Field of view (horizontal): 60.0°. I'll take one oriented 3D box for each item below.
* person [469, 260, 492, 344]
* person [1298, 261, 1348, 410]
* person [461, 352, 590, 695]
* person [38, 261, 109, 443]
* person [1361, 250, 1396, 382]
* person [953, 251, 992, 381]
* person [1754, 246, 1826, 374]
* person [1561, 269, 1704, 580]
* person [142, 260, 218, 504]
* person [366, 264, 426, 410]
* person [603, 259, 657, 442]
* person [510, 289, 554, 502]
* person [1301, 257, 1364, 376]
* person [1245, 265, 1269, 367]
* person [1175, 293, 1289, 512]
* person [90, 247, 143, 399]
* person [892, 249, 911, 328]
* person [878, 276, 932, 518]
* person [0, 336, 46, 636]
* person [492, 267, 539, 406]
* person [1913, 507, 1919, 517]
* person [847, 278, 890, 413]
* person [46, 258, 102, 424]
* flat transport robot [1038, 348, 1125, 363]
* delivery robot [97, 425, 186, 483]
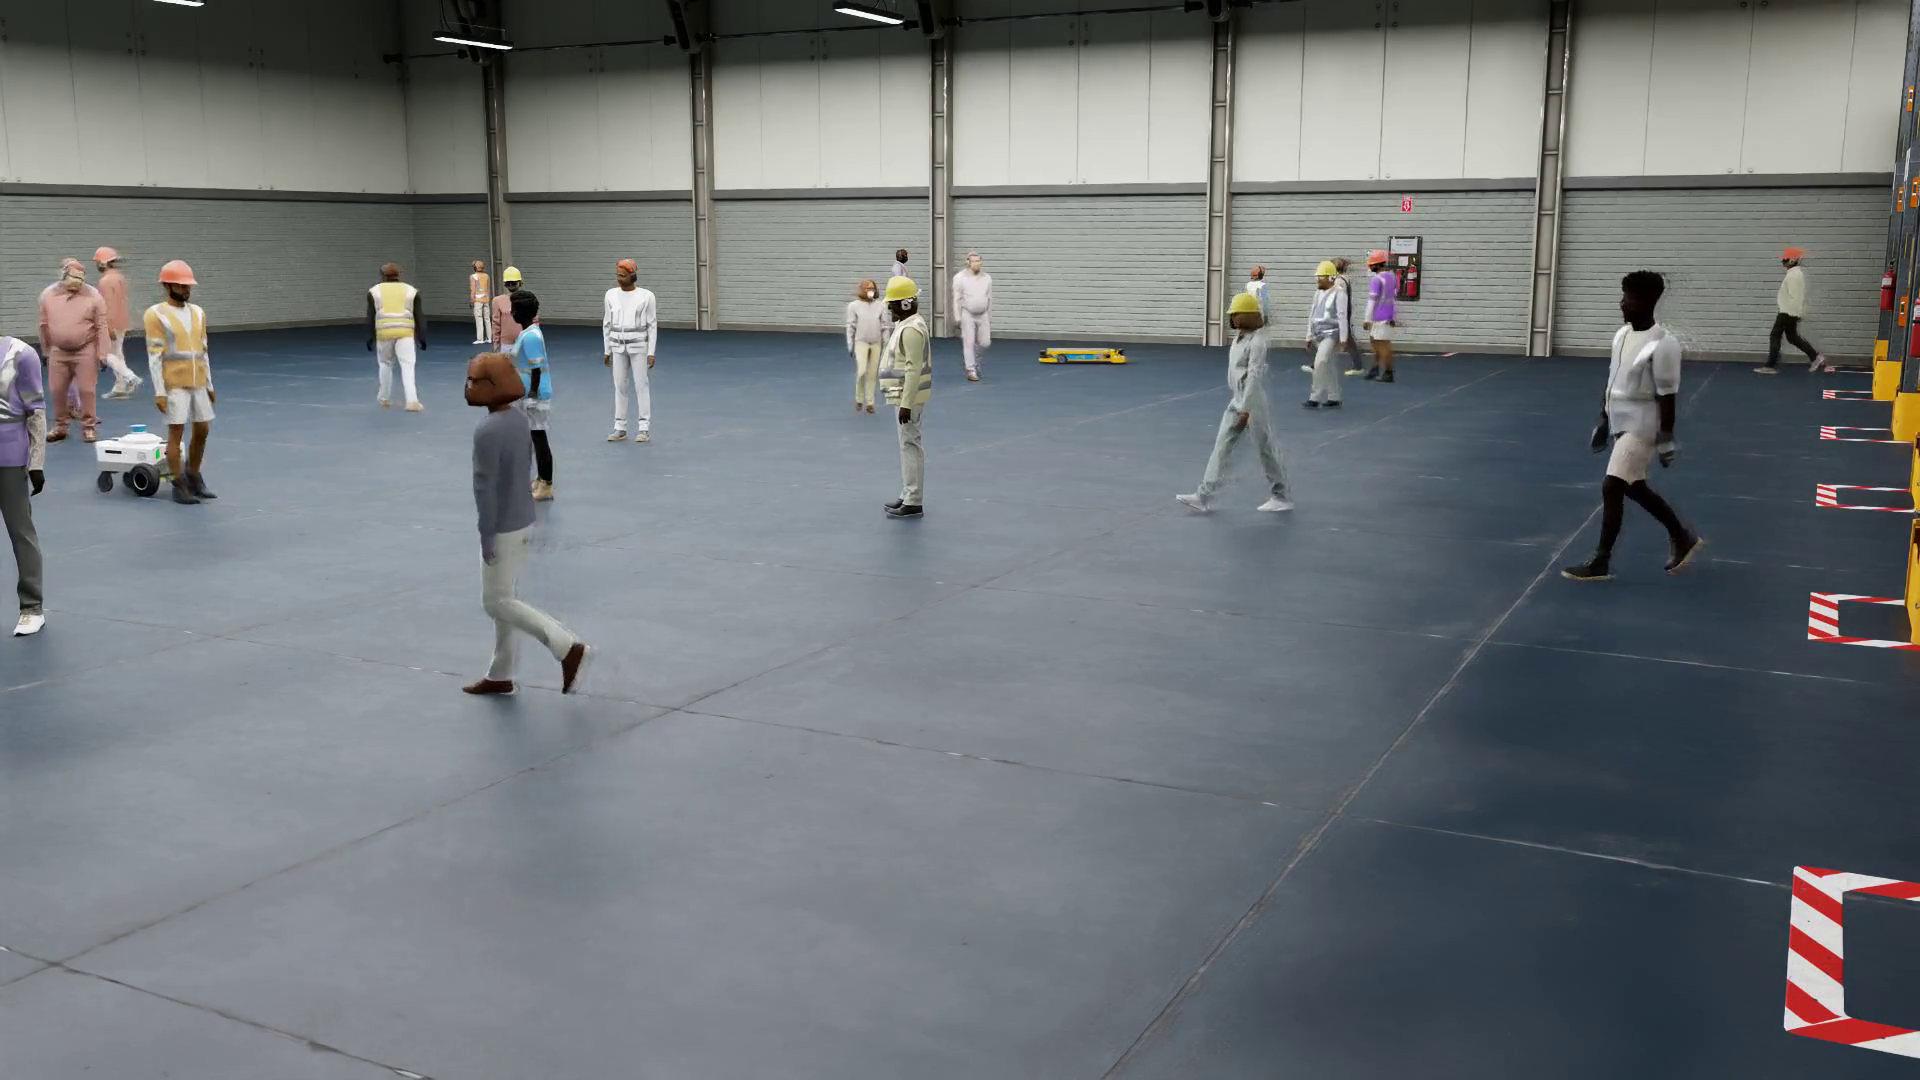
[{"bbox_3d":[-9.422,-4.664,32.657,0.309,1.639,0.523,5,12,26],"label":"person"},{"bbox_3d":[4.368,-2.481,20.285,0.778,1.805,0.626,-4,11,-18],"label":"person"},{"bbox_3d":[-2.014,-0.050,7.584,0.606,1.614,0.504,1,10,8],"label":"person"},{"bbox_3d":[-9.084,-1.921,17.076,0.680,1.870,0.466,-2,11,-12],"label":"person"},{"bbox_3d":[6.037,-3.247,24.184,0.722,1.909,0.565,9,14,40],"label":"person"},{"bbox_3d":[0.204,-3.274,24.385,0.652,1.890,0.453,-5,11,-24],"label":"person"},{"bbox_3d":[12.824,-3.521,25.558,0.892,1.964,0.617,7,13,35],"label":"person"},{"bbox_3d":[4.245,-0.707,10.297,0.916,1.934,0.605,-1,10,-3],"label":"person"},{"bbox_3d":[-6.190,-1.256,13.273,0.377,1.936,0.555,5,12,26],"label":"person"},{"bbox_3d":[-6.927,-2.486,20.442,0.693,1.769,1.026,-4,11,-22],"label":"person"},{"bbox_3d":[-3.421,-1.955,17.217,0.572,1.886,0.353,2,11,12],"label":"person"},{"bbox_3d":[-3.440,-1.156,13.363,0.320,1.698,0.537,-3,11,-17],"label":"person"},{"bbox_3d":[5.739,-3.393,25.315,0.971,1.797,0.510,7,13,35],"label":"person"},{"bbox_3d":[4.813,-3.630,27.019,0.310,1.642,0.514,-6,12,-31],"label":"person"},{"bbox_3d":[2.146,-1.039,12.747,0.921,1.682,0.505,-3,11,-16],"label":"person"},{"bbox_3d":[-10.975,-2.806,21.600,0.496,1.978,0.620,-1,10,-3],"label":"person"},{"bbox_3d":[-1.193,-5.041,34.165,0.429,1.844,0.625,1,10,3],"label":"person"},{"bbox_3d":[-0.417,-1.081,12.616,0.403,1.826,0.586,-1,10,-4],"label":"person"},{"bbox_3d":[-5.161,-0.441,8.845,0.585,1.928,0.368,0,10,0],"label":"person"},{"bbox_3d":[-5.137,-2.267,19.244,0.533,1.767,0.327,-2,11,-9],"label":"person"},{"bbox_3d":[7.282,-0.939,12.222,0.543,1.669,0.681,-8,13,-36],"label":"person"},{"bbox_3d":[-1.083,-2.313,19.887,0.500,1.618,0.429,-4,11,-22],"label":"person"},{"bbox_3d":[-10.112,-2.279,19.014,0.857,1.881,0.651,7,12,33],"label":"person"},{"bbox_3d":[2.034,-3.094,27.834,1.431,0.197,0.652,1,10,4],"label":"flat transport robot"},{"bbox_3d":[-6.809,-0.716,13.825,0.707,0.478,0.477,3,11,20],"label":"delivery robot"}]
